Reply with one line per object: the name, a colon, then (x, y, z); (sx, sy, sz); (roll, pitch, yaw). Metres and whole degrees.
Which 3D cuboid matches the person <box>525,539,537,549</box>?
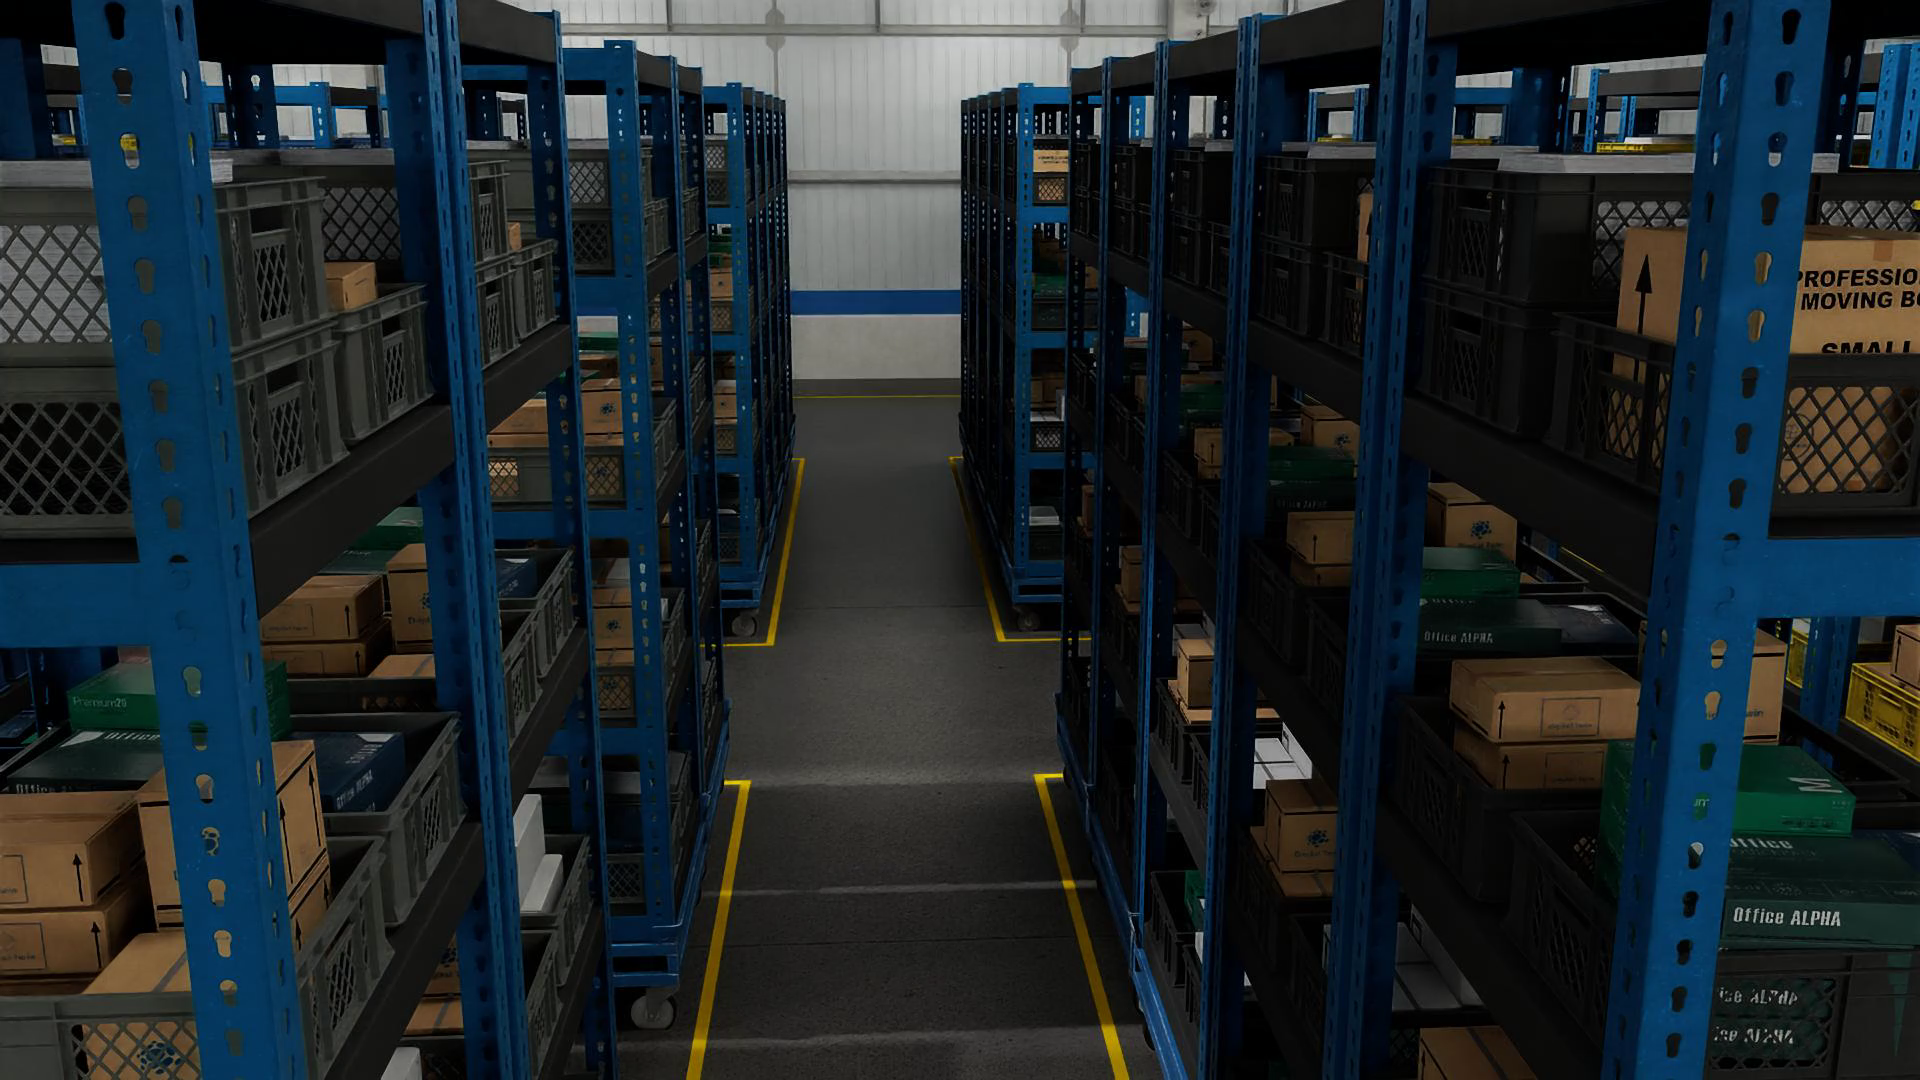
person: (-2.666, -0.199, 10.477); (0.414, 1.985, 0.611); (-1, 14, -4)
